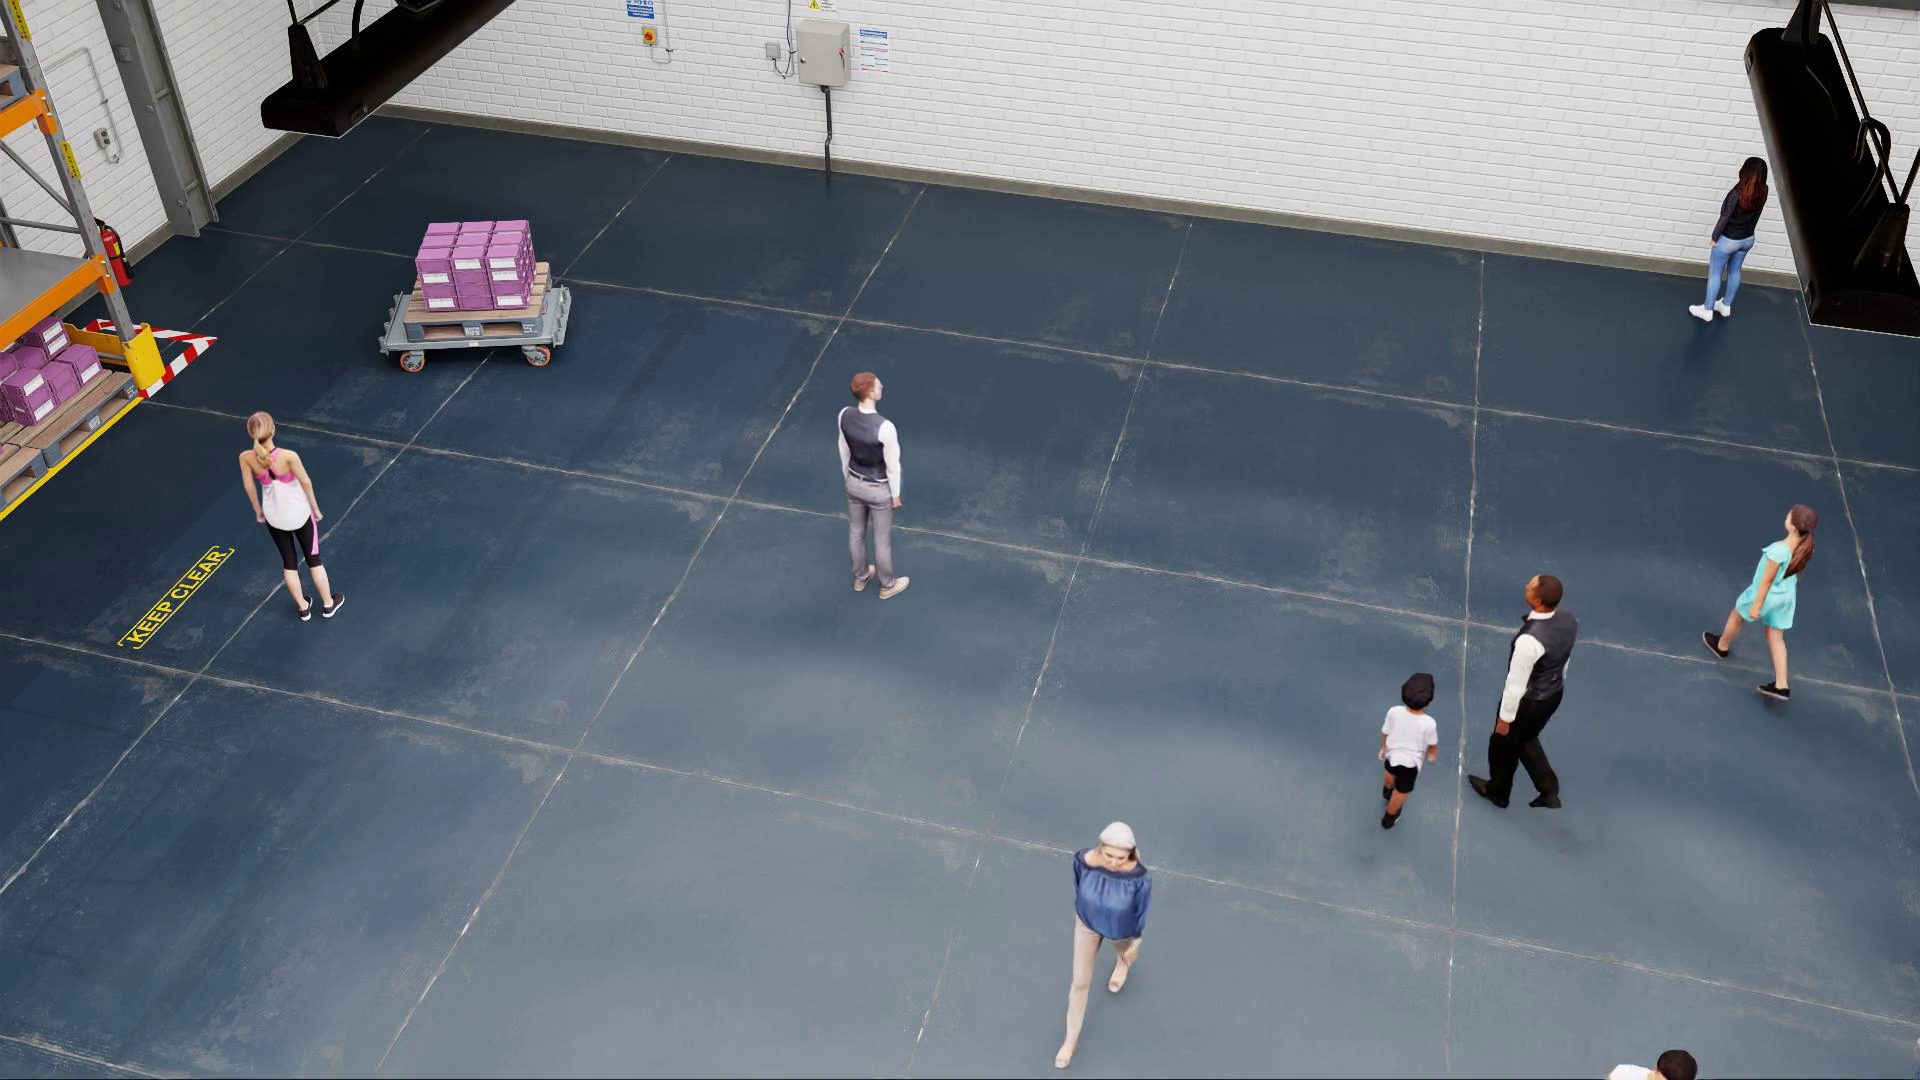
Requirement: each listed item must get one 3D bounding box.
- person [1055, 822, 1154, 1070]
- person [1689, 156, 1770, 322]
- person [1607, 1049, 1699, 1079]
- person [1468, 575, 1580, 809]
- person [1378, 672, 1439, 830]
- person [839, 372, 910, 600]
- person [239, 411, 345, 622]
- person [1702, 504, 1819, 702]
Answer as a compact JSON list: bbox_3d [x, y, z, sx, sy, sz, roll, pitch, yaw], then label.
[{"bbox_3d":[0.875,2.132,9.421,0.703,1.642,1.173,14,41,16],"label":"person"},{"bbox_3d":[7.298,-2.843,15.660,0.711,1.630,0.733,-12,40,-14],"label":"person"},{"bbox_3d":[3.347,2.999,8.228,0.751,1.776,0.783,20,43,23],"label":"person"},{"bbox_3d":[3.692,1.052,10.566,1.006,1.901,1.049,-27,46,-30],"label":"person"},{"bbox_3d":[2.846,1.389,10.668,0.610,1.247,0.737,23,44,26],"label":"person"},{"bbox_3d":[-0.670,-0.406,12.362,0.718,1.938,0.676,22,43,25],"label":"person"},{"bbox_3d":[-4.924,-0.166,12.183,0.680,1.786,0.644,-3,39,-4],"label":"person"},{"bbox_3d":[5.732,0.440,11.632,0.924,1.527,1.124,-11,40,-14],"label":"person"}]
